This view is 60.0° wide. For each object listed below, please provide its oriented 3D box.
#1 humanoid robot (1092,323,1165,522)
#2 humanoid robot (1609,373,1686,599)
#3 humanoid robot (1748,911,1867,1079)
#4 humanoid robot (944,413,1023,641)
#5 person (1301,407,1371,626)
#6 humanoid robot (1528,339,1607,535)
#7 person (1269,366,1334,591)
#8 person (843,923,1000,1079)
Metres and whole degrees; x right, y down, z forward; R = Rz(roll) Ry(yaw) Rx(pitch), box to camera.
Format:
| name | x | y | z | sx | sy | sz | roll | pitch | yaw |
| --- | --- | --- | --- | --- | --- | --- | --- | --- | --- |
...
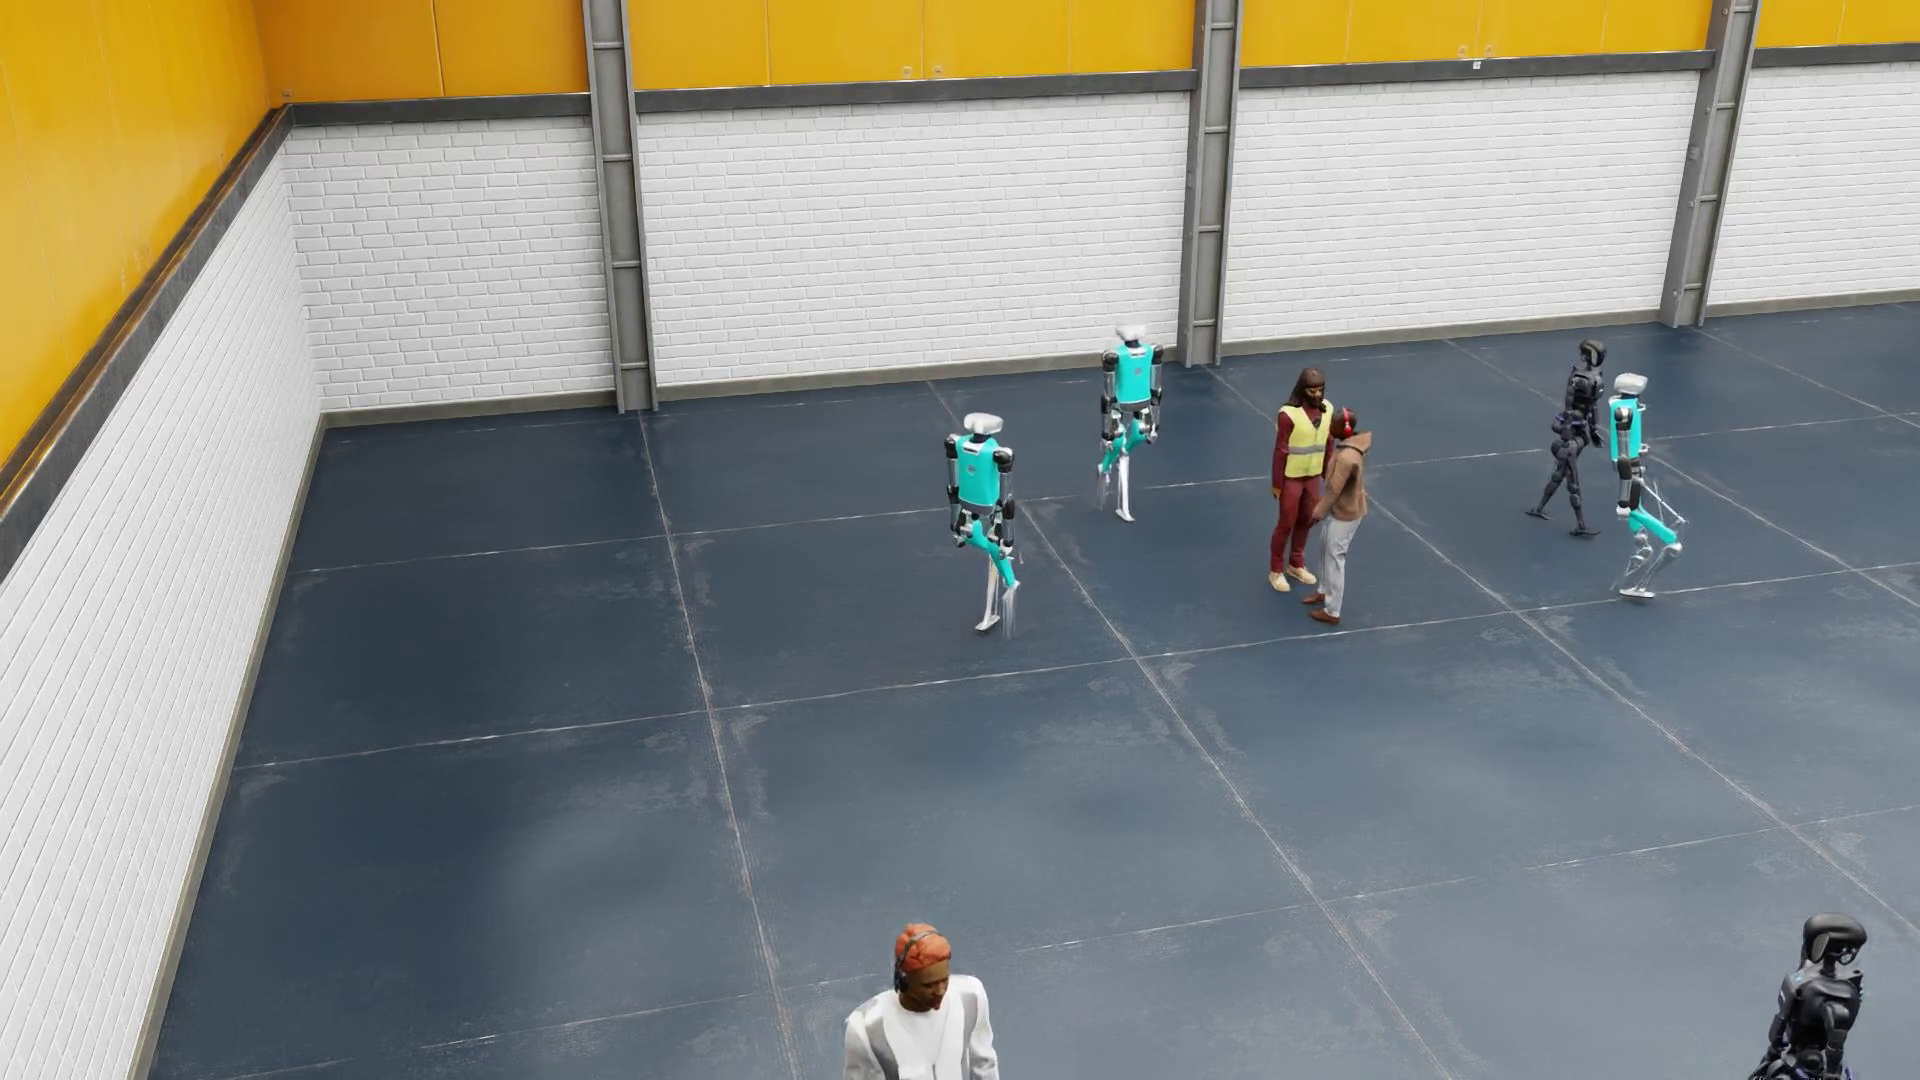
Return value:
| name | x | y | z | sx | sy | sz | roll | pitch | yaw |
| --- | --- | --- | --- | --- | --- | --- | --- | --- | --- |
| humanoid robot | 1.316 | -0.925 | 13.784 | 0.546 | 1.904 | 0.720 | -9 | 25 | -19 |
| humanoid robot | 5.115 | -0.315 | 12.302 | 0.808 | 1.797 | 0.543 | 10 | 26 | 21 |
| humanoid robot | 3.408 | 2.207 | 6.682 | 0.781 | 1.645 | 0.587 | 4 | 24 | 9 |
| humanoid robot | 0.260 | -0.061 | 11.796 | 0.541 | 1.892 | 0.742 | 15 | 28 | 31 |
| person | 2.747 | -0.195 | 12.097 | 0.391 | 1.635 | 0.476 | 3 | 24 | 8 |
| humanoid robot | 5.074 | -0.856 | 13.601 | 0.753 | 1.626 | 0.600 | 21 | 32 | 40 |
| person | 2.572 | -0.480 | 12.600 | 0.507 | 1.761 | 0.374 | -12 | 27 | -25 |
| person | -0.080 | 2.278 | 6.204 | 0.602 | 1.863 | 0.673 | -14 | 27 | -29 |
